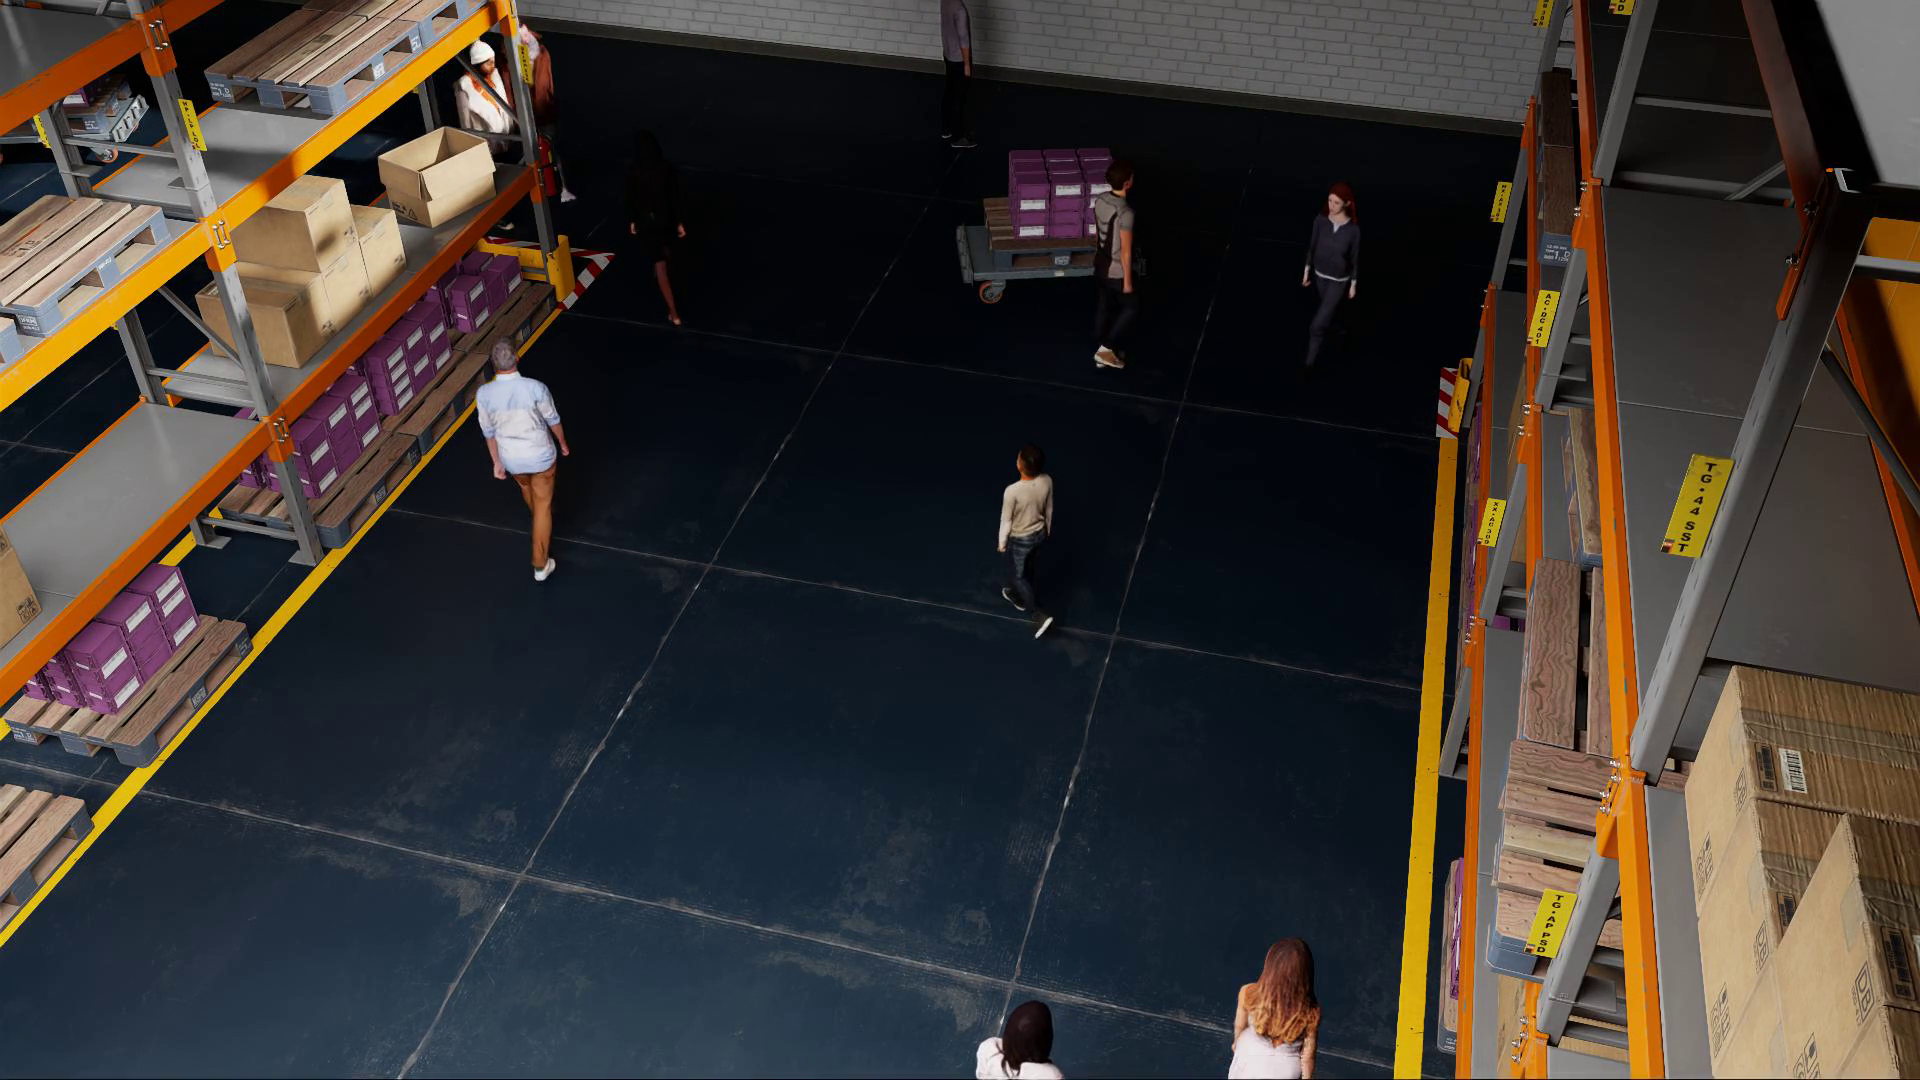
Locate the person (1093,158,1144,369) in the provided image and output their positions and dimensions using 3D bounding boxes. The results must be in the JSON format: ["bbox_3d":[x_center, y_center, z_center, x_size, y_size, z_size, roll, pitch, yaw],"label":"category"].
[{"bbox_3d":[1.199,-2.211,13.631,0.857,1.886,0.797,-19,43,-23],"label":"person"}]

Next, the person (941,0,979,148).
[{"bbox_3d":[-0.037,-4.987,17.141,0.793,1.843,0.686,-14,41,-16],"label":"person"}]

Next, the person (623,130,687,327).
[{"bbox_3d":[-2.604,-2.660,14.369,1.122,1.665,1.252,-15,41,-18],"label":"person"}]

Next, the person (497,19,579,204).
[{"bbox_3d":[-4.195,-4.182,16.164,1.077,1.805,1.121,-23,44,-26],"label":"person"}]

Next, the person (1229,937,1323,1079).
[{"bbox_3d":[1.417,2.571,7.765,0.618,1.733,1.064,13,40,16],"label":"person"}]

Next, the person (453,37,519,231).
[{"bbox_3d":[-4.523,-3.893,15.736,0.920,1.888,0.920,22,43,25],"label":"person"}]

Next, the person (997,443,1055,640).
[{"bbox_3d":[0.473,0.014,11.197,0.903,1.446,0.932,-23,44,-26],"label":"person"}]

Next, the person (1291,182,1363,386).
[{"bbox_3d":[3.101,-2.148,13.669,0.963,1.741,1.194,30,47,32],"label":"person"}]

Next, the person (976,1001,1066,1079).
[{"bbox_3d":[0.261,2.702,7.682,0.665,1.633,0.629,18,42,21],"label":"person"}]

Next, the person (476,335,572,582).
[{"bbox_3d":[-3.023,-0.538,11.616,0.845,1.786,1.204,1,39,2],"label":"person"}]
